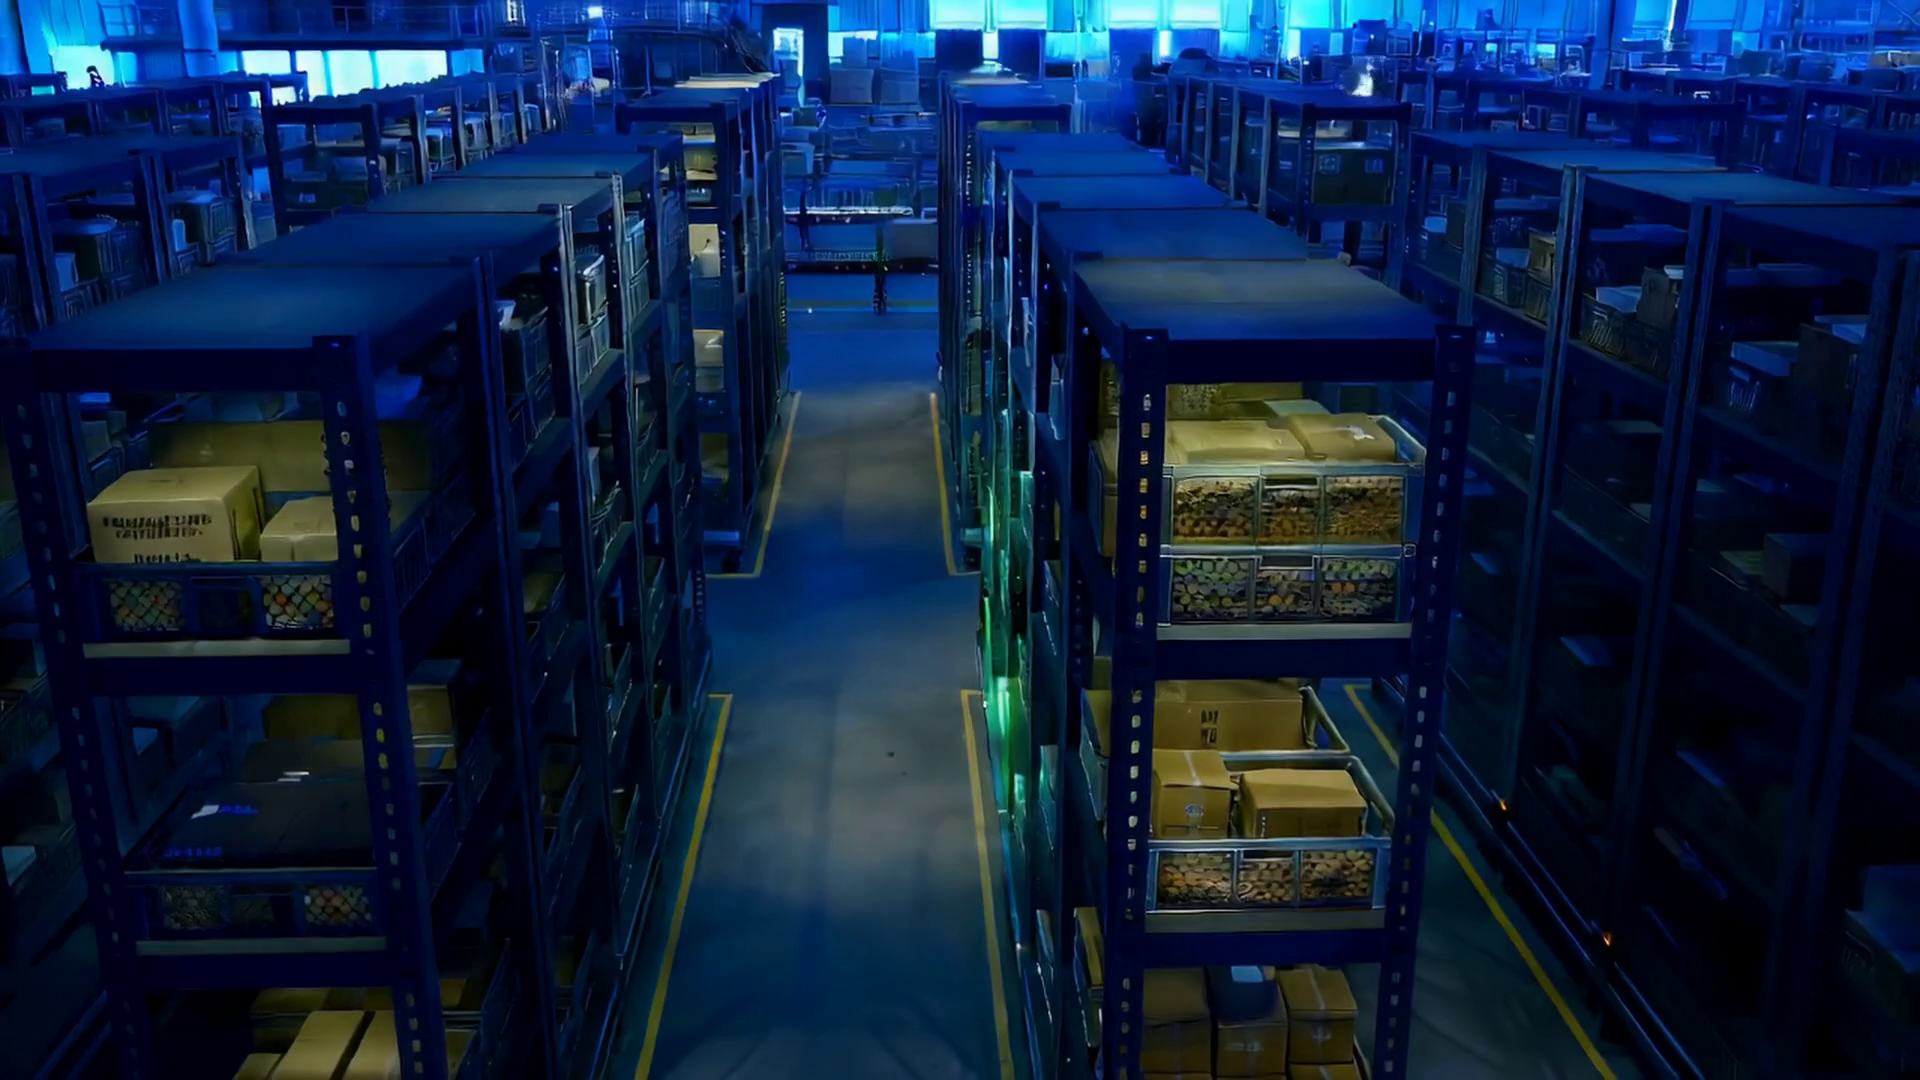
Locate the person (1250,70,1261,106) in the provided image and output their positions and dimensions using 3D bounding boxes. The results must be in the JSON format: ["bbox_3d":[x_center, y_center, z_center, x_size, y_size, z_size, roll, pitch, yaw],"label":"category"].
[{"bbox_3d":[10.561,-15.767,59.473,0.382,1.995,0.612,-12,21,-32],"label":"person"}]

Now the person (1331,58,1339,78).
[{"bbox_3d":[18.850,-23.333,83.421,0.762,1.662,0.556,-9,20,-26],"label":"person"}]

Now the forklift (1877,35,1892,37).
[{"bbox_3d":[44.168,-22.919,80.186,1.129,2.768,1.873,-1,18,-2],"label":"forklift"}]

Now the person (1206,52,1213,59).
[{"bbox_3d":[13.142,-24.762,87.577,0.430,1.837,0.632,-10,20,-27],"label":"person"}]

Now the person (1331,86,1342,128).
[{"bbox_3d":[12.095,-13.680,53.392,0.537,1.750,0.530,2,18,6],"label":"person"}]

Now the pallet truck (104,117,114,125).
[{"bbox_3d":[-18.367,-7.885,35.078,1.885,1.965,0.823,1,18,2],"label":"pallet truck"}]

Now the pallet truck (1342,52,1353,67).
[{"bbox_3d":[18.794,-23.123,82.231,0.823,1.965,1.885,-13,22,-35],"label":"pallet truck"}]

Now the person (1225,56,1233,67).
[{"bbox_3d":[13.735,-23.988,85.384,0.499,1.689,0.915,2,18,6],"label":"person"}]

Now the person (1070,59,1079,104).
[{"bbox_3d":[5.060,-20.227,73.393,0.378,1.926,0.544,0,18,-1],"label":"person"}]

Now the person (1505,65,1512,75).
[{"bbox_3d":[22.507,-18.572,68.355,0.976,1.878,0.603,-1,18,-3],"label":"person"}]

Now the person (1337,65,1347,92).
[{"bbox_3d":[15.042,-17.713,65.586,0.357,1.937,0.551,5,19,15],"label":"person"}]

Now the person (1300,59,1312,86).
[{"bbox_3d":[15.662,-20.797,75.257,0.506,1.862,0.331,9,20,26],"label":"person"}]

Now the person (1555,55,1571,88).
[{"bbox_3d":[29.551,-22.825,81.487,0.696,1.898,0.601,-4,18,-12],"label":"person"}]

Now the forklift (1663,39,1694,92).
[{"bbox_3d":[30.860,-20.103,71.473,1.129,2.768,1.873,-1,18,-2],"label":"forklift"}]

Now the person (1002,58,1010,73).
[{"bbox_3d":[2.182,-20.796,75.169,0.920,1.898,0.644,-3,18,-8],"label":"person"}]

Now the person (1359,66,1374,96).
[{"bbox_3d":[15.649,-17.355,64.312,1.023,2.000,0.693,8,19,22],"label":"person"}]

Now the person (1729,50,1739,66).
[{"bbox_3d":[40.896,-25.020,88.248,0.564,1.897,0.885,-10,21,-29],"label":"person"}]

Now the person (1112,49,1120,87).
[{"bbox_3d":[8.309,-25.131,88.525,0.390,1.948,0.605,-6,19,-17],"label":"person"}]

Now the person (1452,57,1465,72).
[{"bbox_3d":[23.913,-22.286,79.951,0.625,1.789,0.944,9,20,26],"label":"person"}]

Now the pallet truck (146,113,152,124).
[{"bbox_3d":[-18.087,-8.309,36.390,1.885,1.965,0.823,-1,18,-4],"label":"pallet truck"}]

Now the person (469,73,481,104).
[{"bbox_3d":[-18.260,-16.761,62.793,0.953,1.836,0.610,-12,21,-33],"label":"person"}]
